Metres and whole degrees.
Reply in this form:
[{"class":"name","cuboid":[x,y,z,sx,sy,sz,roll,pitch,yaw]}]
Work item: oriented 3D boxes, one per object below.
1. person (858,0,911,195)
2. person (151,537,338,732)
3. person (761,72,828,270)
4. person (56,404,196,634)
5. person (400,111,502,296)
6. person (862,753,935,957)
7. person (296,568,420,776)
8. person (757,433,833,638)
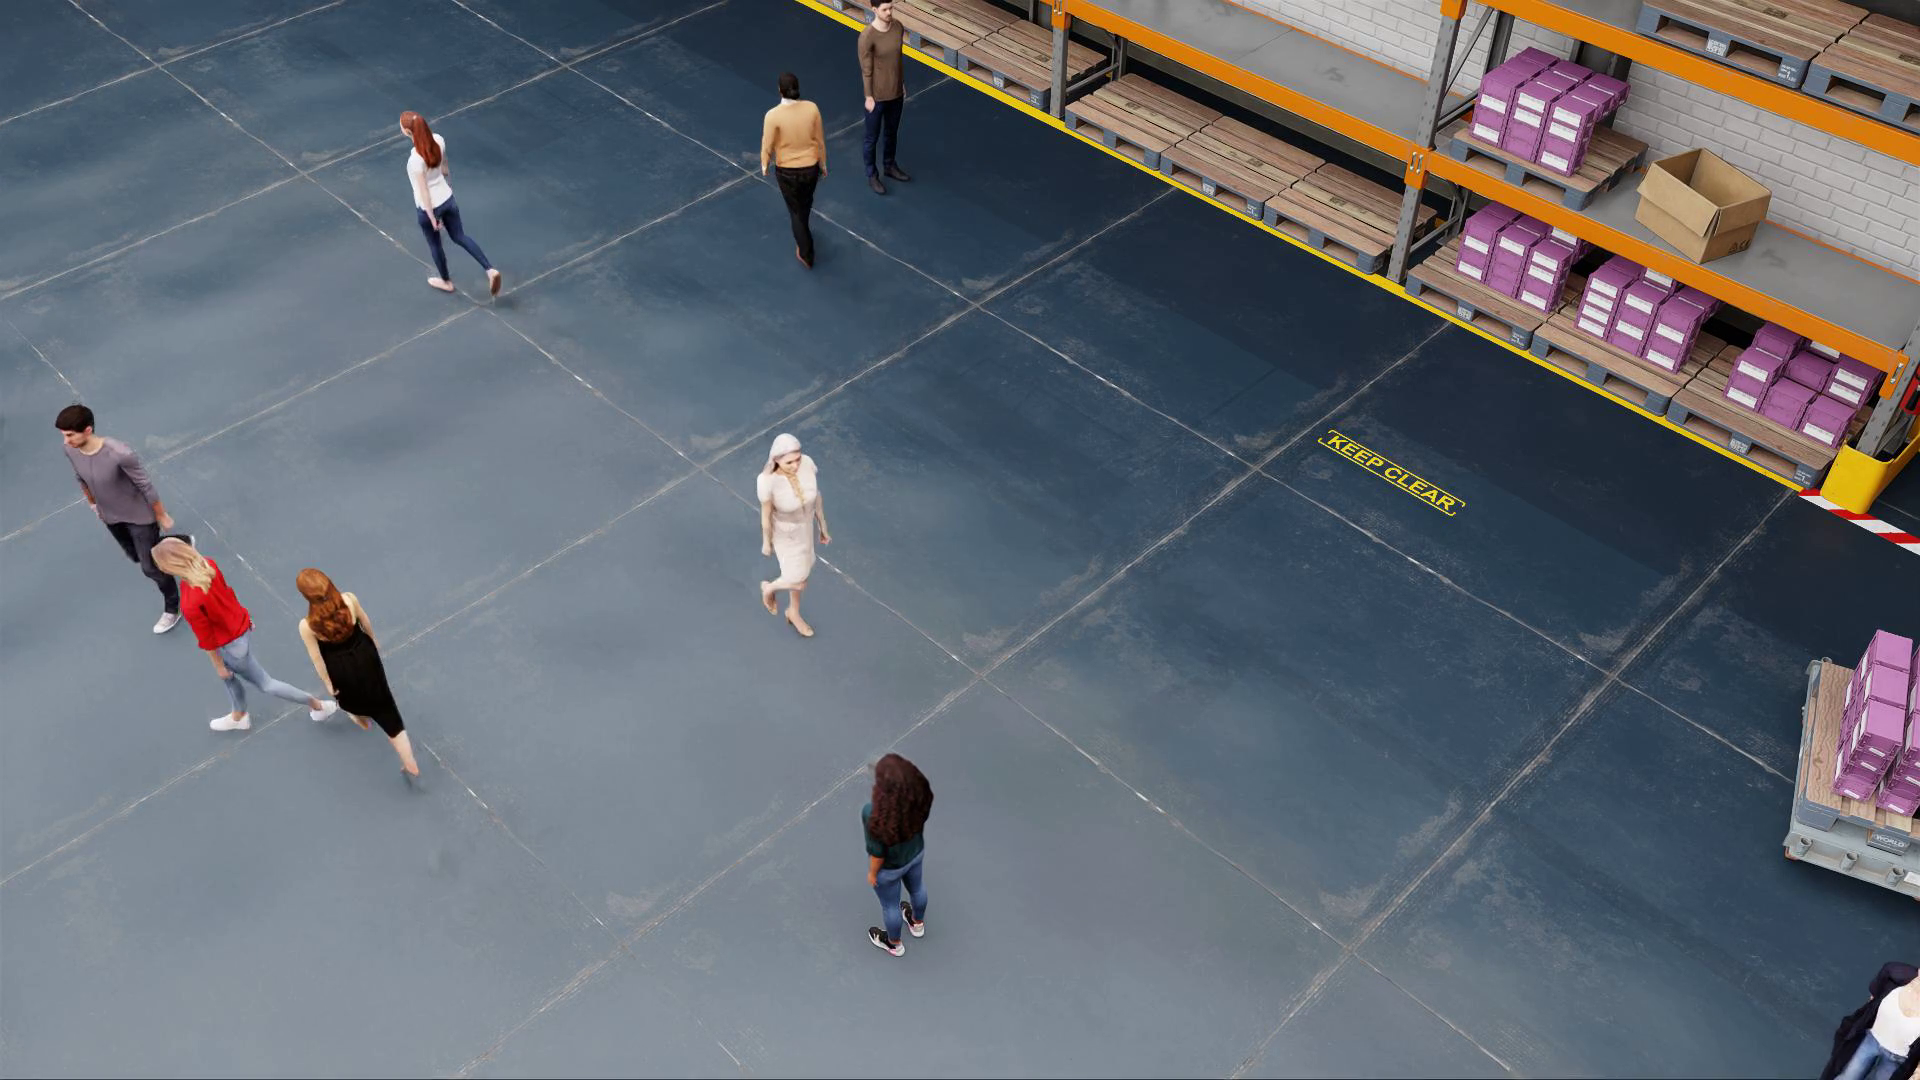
[{"class":"person","cuboid":[-0.697,-4.072,15.023,0.644,1.888,0.562,-33,53,-30]},{"class":"person","cuboid":[-4.409,0.621,10.257,1.107,1.665,1.098,-3,44,-3]},{"class":"person","cuboid":[-1.356,-3.099,14.119,0.903,1.726,1.133,-18,46,-18]},{"class":"person","cuboid":[-5.458,-0.243,11.054,1.057,1.819,1.048,7,44,8]},{"class":"person","cuboid":[-4.234,-2.738,13.747,1.063,1.717,0.770,19,47,19]},{"class":"person","cuboid":[-0.345,1.723,9.136,0.591,1.617,0.585,-33,53,-30]},{"class":"person","cuboid":[-3.648,0.820,10.103,0.625,1.591,1.094,-30,51,-28]},{"class":"person","cuboid":[-1.161,-0.067,10.938,0.730,1.724,0.613,33,53,30]}]
